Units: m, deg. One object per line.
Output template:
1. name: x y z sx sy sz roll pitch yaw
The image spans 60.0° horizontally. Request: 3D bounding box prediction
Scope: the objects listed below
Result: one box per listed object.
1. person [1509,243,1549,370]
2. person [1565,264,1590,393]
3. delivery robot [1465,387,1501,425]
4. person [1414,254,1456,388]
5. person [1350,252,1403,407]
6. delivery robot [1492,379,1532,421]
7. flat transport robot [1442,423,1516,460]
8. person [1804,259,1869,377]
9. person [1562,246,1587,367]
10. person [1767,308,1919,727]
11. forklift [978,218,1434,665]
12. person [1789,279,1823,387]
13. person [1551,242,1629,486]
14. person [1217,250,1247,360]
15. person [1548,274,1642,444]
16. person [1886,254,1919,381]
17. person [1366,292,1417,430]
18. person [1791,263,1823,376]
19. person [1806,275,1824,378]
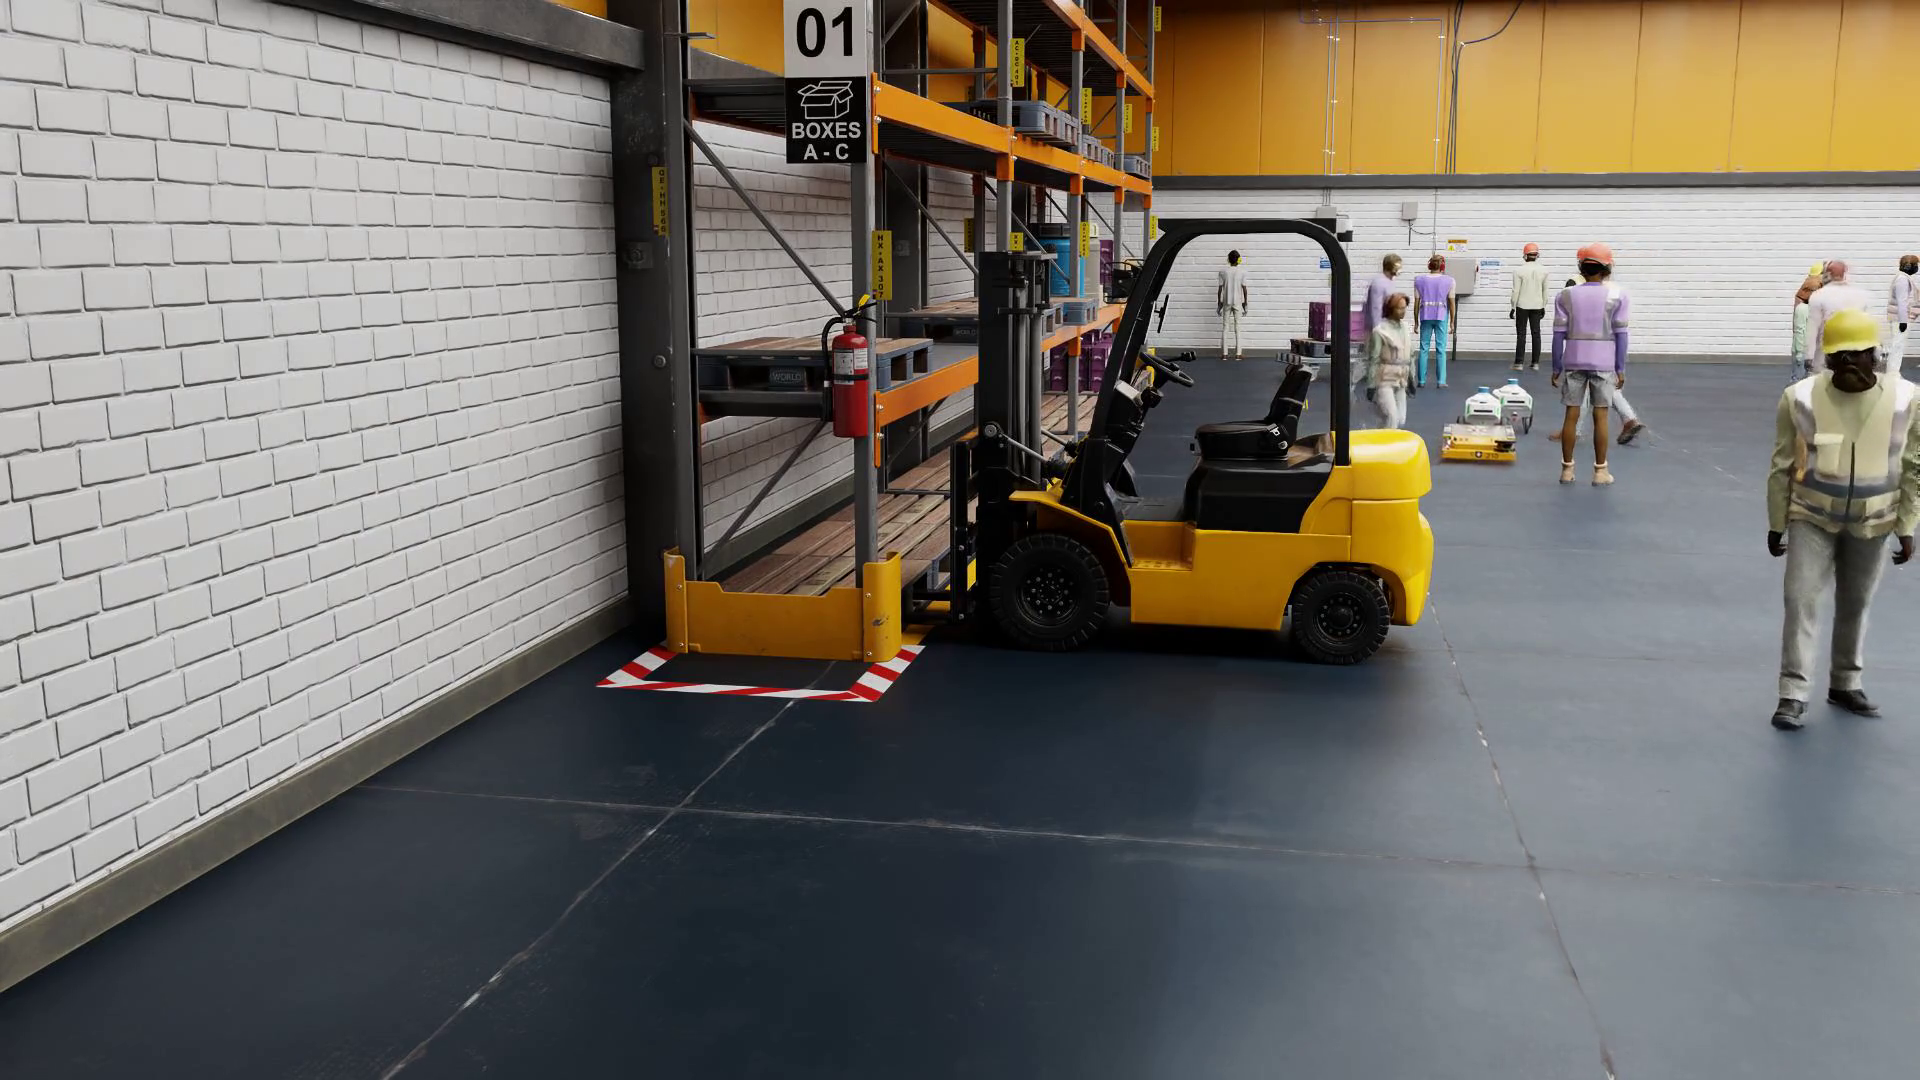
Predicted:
1. person: 8.972 -3.681 26.250 0.609 1.995 0.376 -2 10 -9
2. person: 8.376 -2.877 22.265 0.621 1.845 0.429 -5 11 -25
3. delivery robot: 5.349 -1.324 17.022 0.477 0.478 0.707 3 11 16
4. person: 6.559 -3.019 23.028 0.567 1.846 0.389 4 11 22
5. person: 5.050 -2.576 20.465 0.699 1.909 0.650 7 12 32
6. delivery robot: 5.960 -1.497 17.972 0.477 0.478 0.707 2 10 10
7. flat transport robot: 5.001 -0.957 16.047 0.652 0.197 1.431 3 11 16
8. person: 8.773 -1.862 16.606 0.681 1.879 0.643 -2 11 -13
9. person: 9.997 -3.663 26.299 0.619 1.950 0.926 -7 12 -34
10. person: 3.789 -0.090 7.138 0.603 1.796 0.624 4 11 21
11. forklift: 1.285 -0.567 8.635 2.313 2.155 1.214 2 11 11
12. person: 9.280 -2.040 18.255 0.277 1.631 0.504 10 14 42
13. person: 5.306 -1.476 14.027 0.606 2.045 0.389 7 12 32
14. person: 4.634 -3.992 28.300 0.521 1.870 0.319 3 11 18
15. person: 6.459 -1.902 16.750 0.863 1.914 0.646 10 14 44
16. person: 13.313 -3.098 23.477 0.429 1.844 0.623 5 11 25
17. person: 3.719 -1.366 14.584 0.513 1.616 0.608 -9 14 -40
18. person: 10.750 -2.600 20.952 0.533 1.768 0.310 0 10 -2
19. person: 10.216 -2.353 19.957 0.501 1.633 0.285 -9 13 -39
